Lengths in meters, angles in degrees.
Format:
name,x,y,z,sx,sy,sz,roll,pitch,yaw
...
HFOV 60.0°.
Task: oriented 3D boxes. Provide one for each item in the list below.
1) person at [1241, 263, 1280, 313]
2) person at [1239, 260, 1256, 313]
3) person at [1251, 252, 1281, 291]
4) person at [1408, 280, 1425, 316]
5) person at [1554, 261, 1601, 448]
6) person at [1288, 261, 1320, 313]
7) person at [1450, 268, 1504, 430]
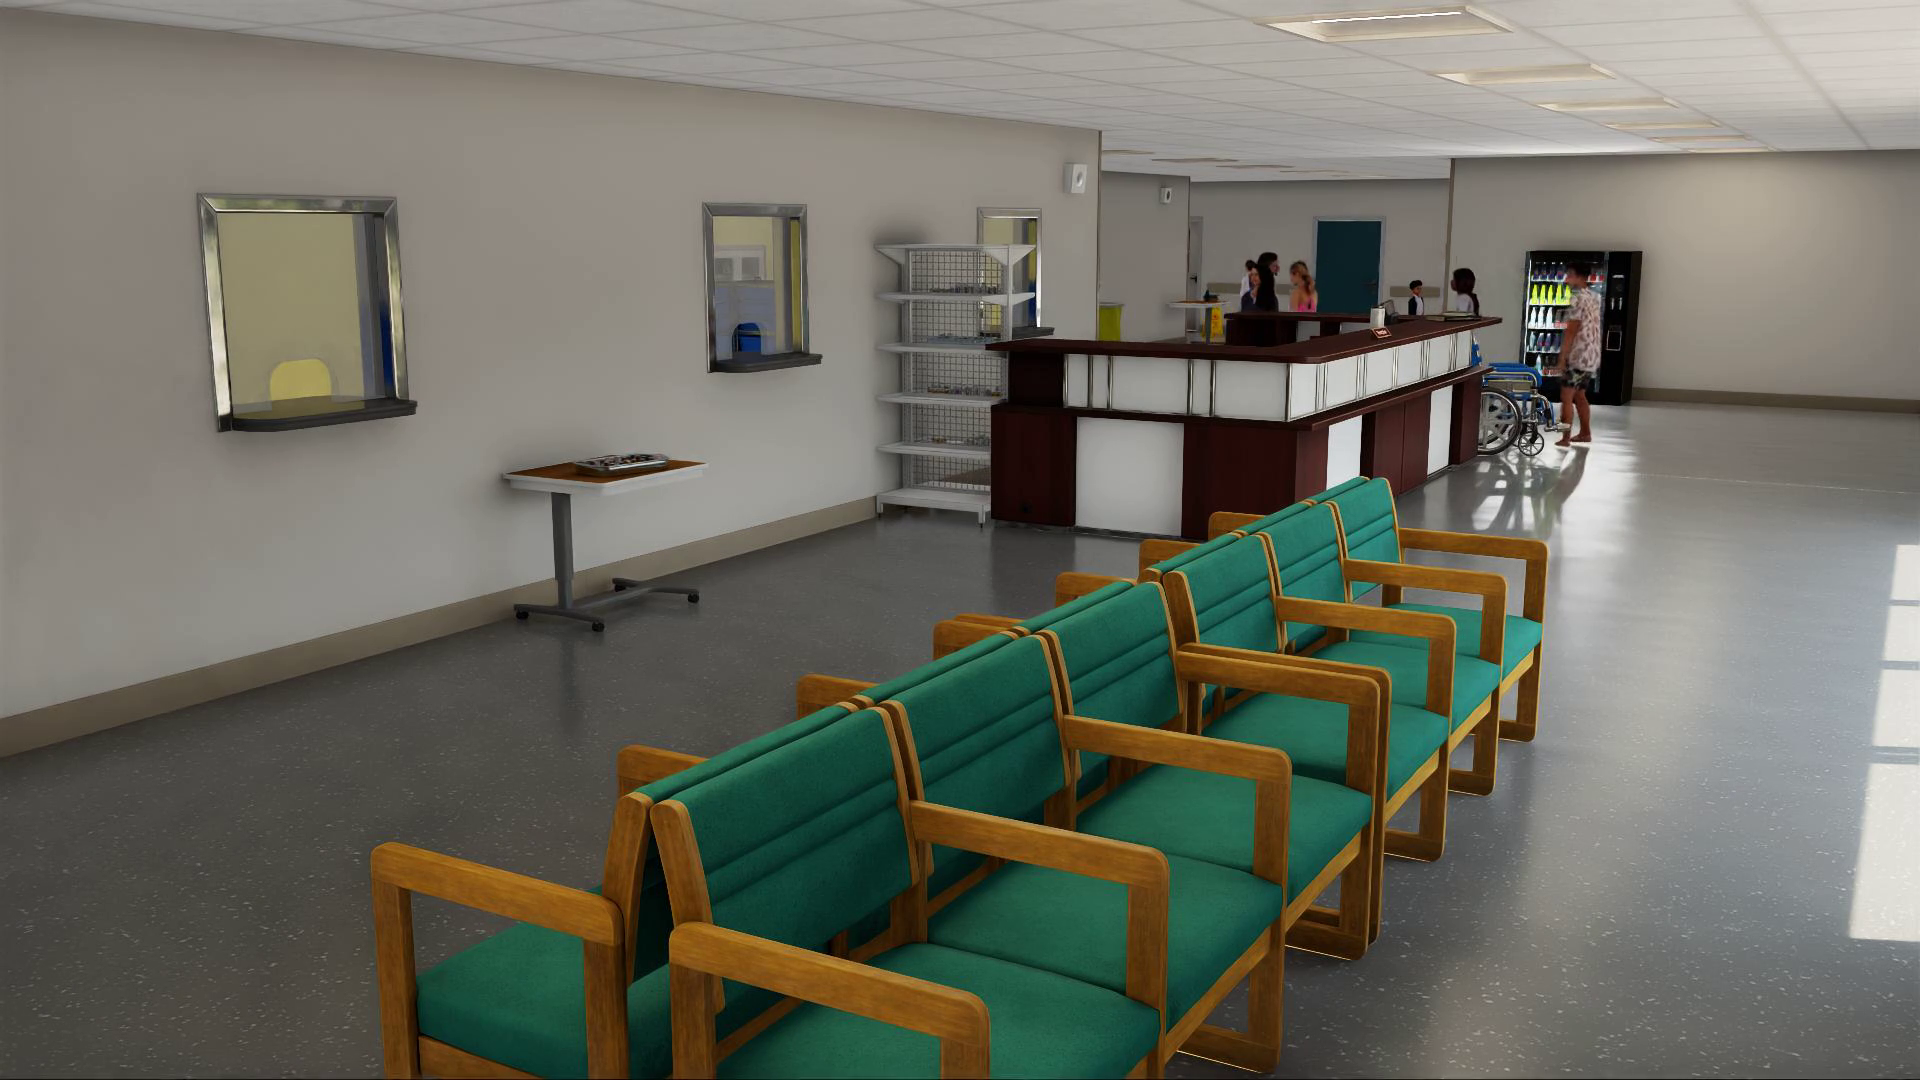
name,x,y,z,sx,sy,sz,roll,pitch,yaw
person,3.085,-1.979,17.198,0.538,1.770,0.719,10,15,43
person,5.040,-4.045,28.689,0.691,1.545,0.748,-2,11,-8
person,3.146,-2.156,17.971,1.244,1.830,0.994,0,11,2
person,7.724,-3.795,28.230,0.566,1.226,0.576,-8,14,-37
person,6.016,-1.783,16.115,0.800,1.789,0.694,-9,14,-39
person,3.694,-1.998,17.413,0.949,1.728,1.212,-8,13,-36
person,5.153,-1.882,16.872,1.093,1.703,0.812,2,11,11
